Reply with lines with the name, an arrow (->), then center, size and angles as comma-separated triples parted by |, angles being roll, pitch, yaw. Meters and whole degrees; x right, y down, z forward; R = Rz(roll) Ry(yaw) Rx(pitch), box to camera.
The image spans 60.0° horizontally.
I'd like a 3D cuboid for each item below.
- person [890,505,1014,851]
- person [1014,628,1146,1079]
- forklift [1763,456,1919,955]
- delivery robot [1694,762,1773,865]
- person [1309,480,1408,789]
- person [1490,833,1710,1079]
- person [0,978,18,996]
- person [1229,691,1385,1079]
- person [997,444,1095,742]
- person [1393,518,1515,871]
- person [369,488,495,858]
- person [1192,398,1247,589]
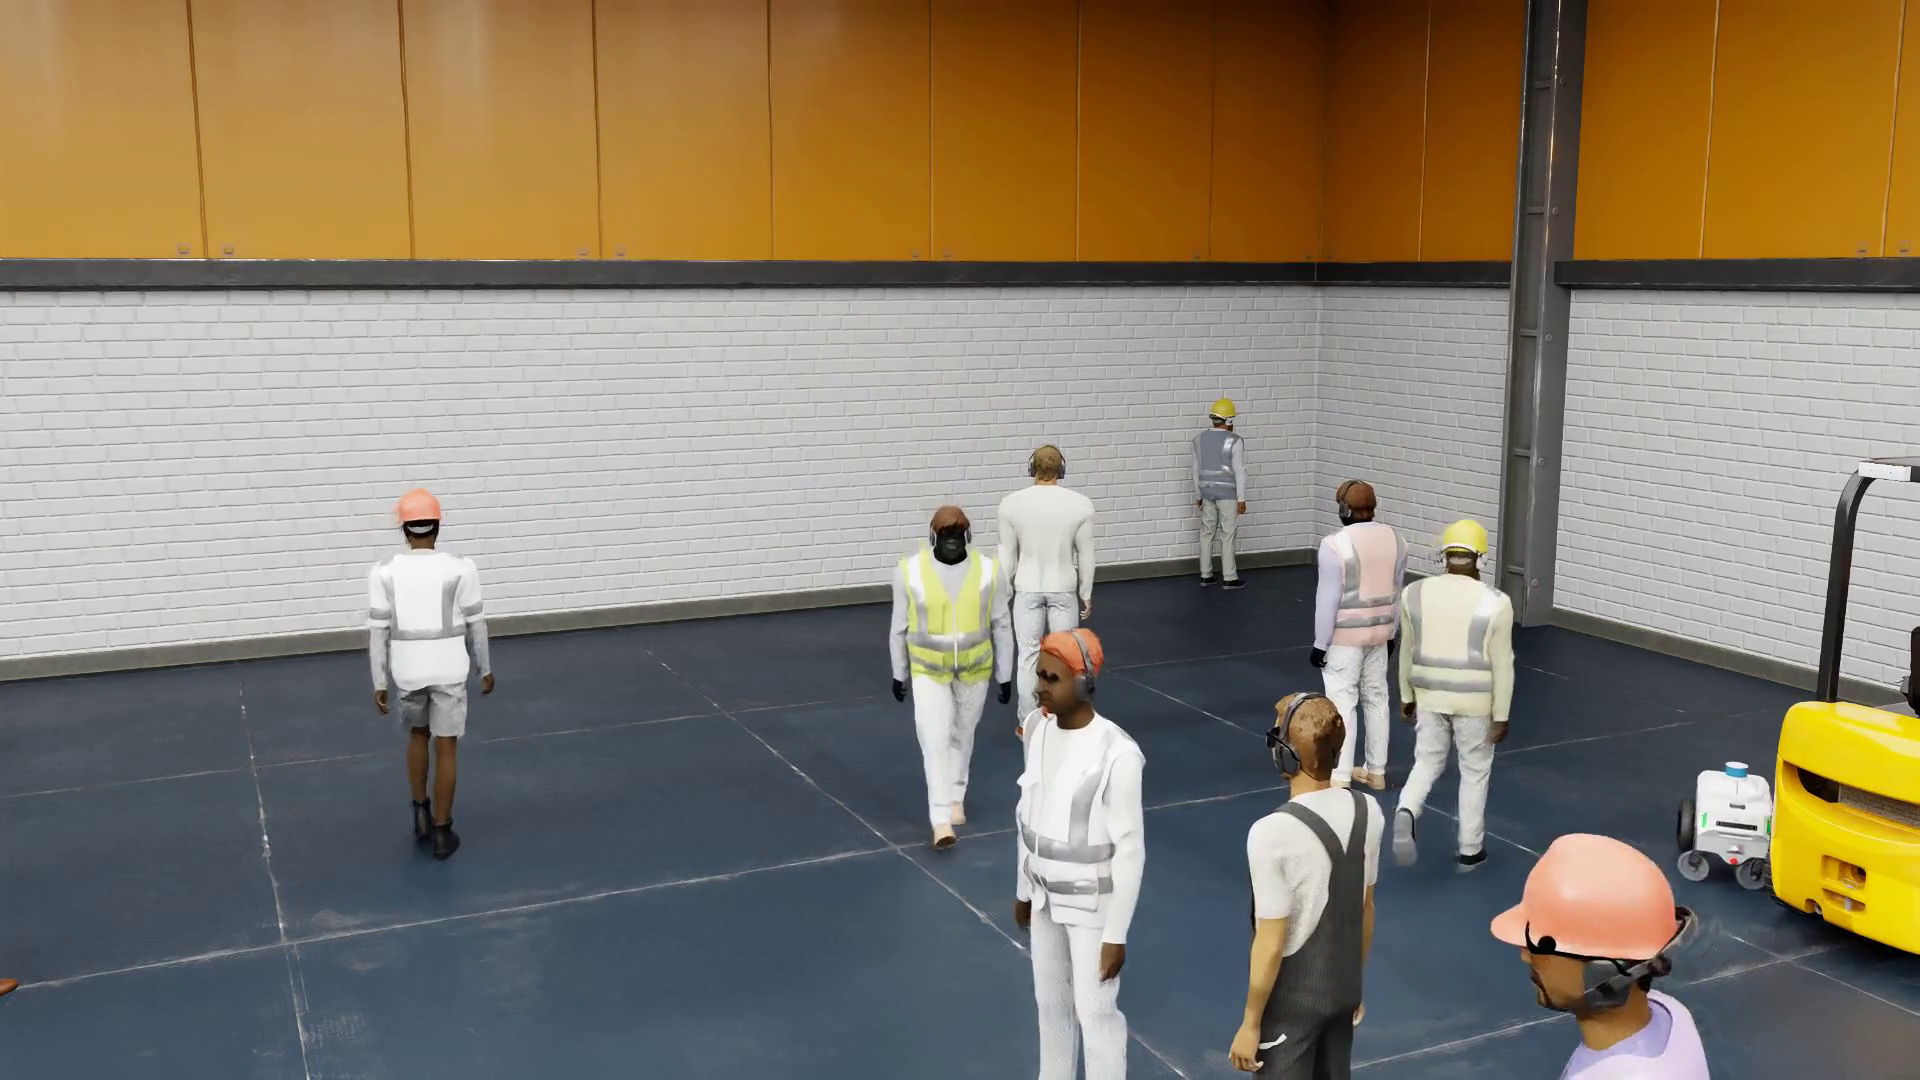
person -> -0.028, 0.723, 8.829 | 0.654, 1.794, 0.927 | -1, 9, -8
person -> 0.378, 1.212, 5.536 | 0.338, 1.883, 0.582 | -6, 11, -34
forklift -> 4.857, 0.731, 7.561 | 2.313, 2.155, 1.214 | -4, 10, -25
delivery robot -> 3.906, 1.367, 8.395 | 0.477, 0.478, 0.707 | 4, 10, 22
person -> 2.286, 0.567, 9.674 | 0.634, 1.839, 0.429 | -5, 10, -29
person -> 1.141, 1.528, 3.140 | 0.539, 2.021, 0.631 | 5, 10, 28
person -> -4.283, 0.985, 6.872 | 0.639, 1.910, 0.407 | 4, 10, 24
person -> 0.996, 1.343, 4.842 | 0.514, 1.844, 0.333 | -7, 11, -37
person -> 0.552, 0.347, 10.734 | 0.631, 1.938, 0.362 | 1, 9, 3
person -> 2.436, 0.805, 8.307 | 0.617, 1.802, 0.653 | 7, 11, 37
person -> -2.761, 0.682, 8.725 | 0.567, 1.911, 0.596 | 0, 9, -3
person -> 2.510, -0.445, 15.967 | 0.589, 1.834, 0.403 | 9, 13, 44
